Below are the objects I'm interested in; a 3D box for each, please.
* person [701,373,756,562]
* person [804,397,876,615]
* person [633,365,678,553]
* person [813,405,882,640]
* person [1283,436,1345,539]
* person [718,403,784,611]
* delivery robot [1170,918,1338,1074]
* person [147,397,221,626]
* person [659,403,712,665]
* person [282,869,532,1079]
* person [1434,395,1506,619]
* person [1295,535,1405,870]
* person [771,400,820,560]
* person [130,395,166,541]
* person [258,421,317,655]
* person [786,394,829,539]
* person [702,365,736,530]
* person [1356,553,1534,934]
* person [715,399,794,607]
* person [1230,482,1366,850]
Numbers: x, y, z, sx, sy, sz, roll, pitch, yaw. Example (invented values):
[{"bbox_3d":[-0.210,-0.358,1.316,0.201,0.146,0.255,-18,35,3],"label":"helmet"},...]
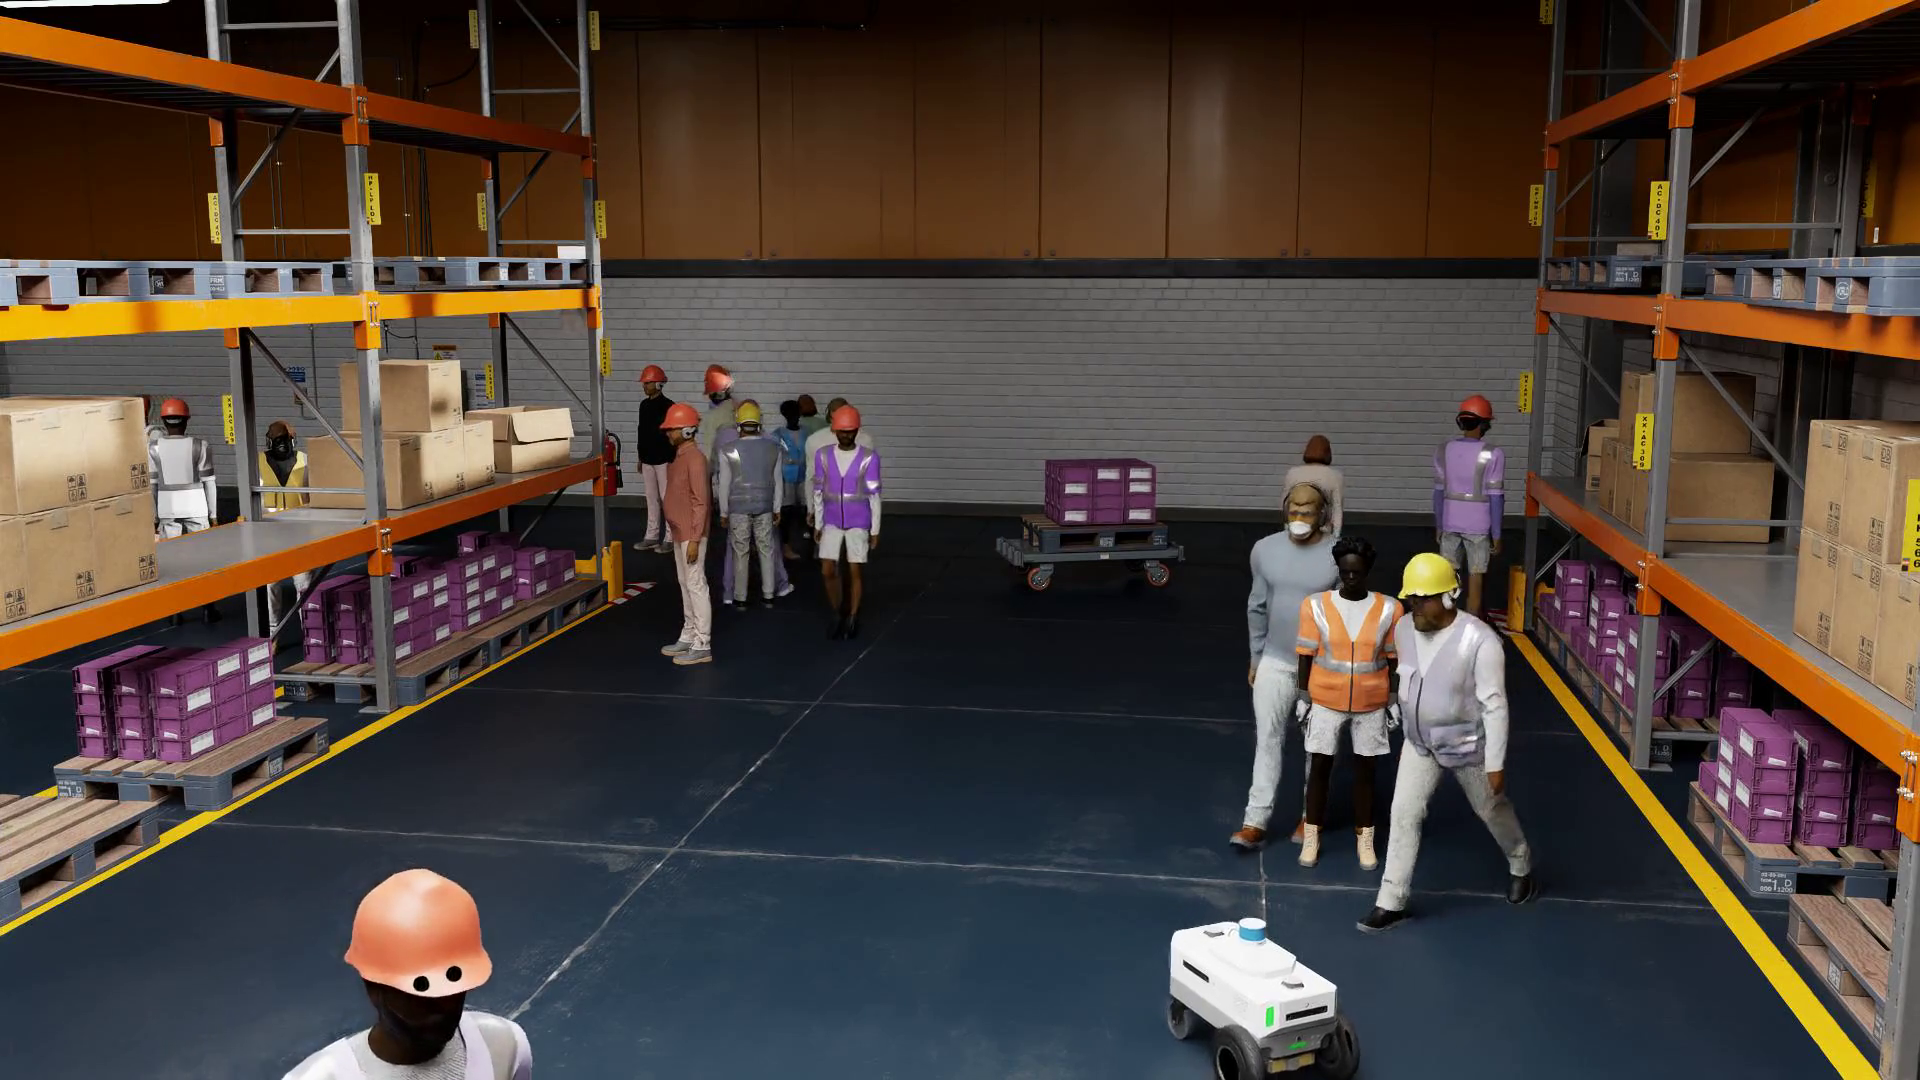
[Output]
[{"bbox_3d":[-2.370,-0.734,17.047,0.529,1.951,0.645,6,11,33],"label":"person"},{"bbox_3d":[-1.054,-0.320,14.670,0.634,1.908,0.733,-1,9,-7],"label":"person"},{"bbox_3d":[-3.234,-0.862,17.704,0.611,1.994,0.380,8,12,40],"label":"person"},{"bbox_3d":[-0.918,-0.129,13.404,0.587,1.918,0.490,1,9,9],"label":"person"},{"bbox_3d":[3.014,-0.093,14.216,0.509,1.585,0.840,2,9,14],"label":"person"},{"bbox_3d":[-1.852,-0.290,14.678,0.598,1.832,0.404,-4,10,-25],"label":"person"},{"bbox_3d":[1.092,1.666,6.252,0.477,0.478,0.707,-4,10,-24],"label":"delivery robot"},{"bbox_3d":[-6.558,-0.236,14.043,0.543,1.932,0.365,-3,10,-19],"label":"person"},{"bbox_3d":[-2.088,-0.053,12.716,0.378,1.995,0.608,-4,10,-22],"label":"person"},{"bbox_3d":[-1.056,1.545,3.237,0.547,1.890,1.013,-7,12,-38],"label":"person"},{"bbox_3d":[3.972,-0.108,12.962,0.412,2.036,0.609,-8,12,-39],"label":"person"},{"bbox_3d":[1.939,0.810,8.307,0.540,1.695,0.317,1,9,9],"label":"person"},{"bbox_3d":[-1.711,-0.612,17.196,0.563,1.671,0.350,-5,10,-28],"label":"person"},{"bbox_3d":[-7.453,-0.393,15.210,0.565,1.862,0.603,-9,13,-44],"label":"person"},{"bbox_3d":[-5.263,-0.017,13.003,0.626,1.836,0.428,-4,10,-24],"label":"person"},{"bbox_3d":[-1.709,-0.825,18.628,0.521,1.614,0.505,-4,10,-21],"label":"person"},{"bbox_3d":[-2.836,-1.060,19.168,0.788,1.907,0.582,3,10,17],"label":"person"},{"bbox_3d":[2.316,0.896,7.666,1.057,1.755,0.607,-7,11,-35],"label":"person"},{"bbox_3d":[-1.881,-0.337,14.955,0.658,1.856,0.933,3,10,18],"label":"person"},{"bbox_3d":[1.720,0.666,8.526,0.650,1.929,0.658,6,11,32],"label":"person"}]
